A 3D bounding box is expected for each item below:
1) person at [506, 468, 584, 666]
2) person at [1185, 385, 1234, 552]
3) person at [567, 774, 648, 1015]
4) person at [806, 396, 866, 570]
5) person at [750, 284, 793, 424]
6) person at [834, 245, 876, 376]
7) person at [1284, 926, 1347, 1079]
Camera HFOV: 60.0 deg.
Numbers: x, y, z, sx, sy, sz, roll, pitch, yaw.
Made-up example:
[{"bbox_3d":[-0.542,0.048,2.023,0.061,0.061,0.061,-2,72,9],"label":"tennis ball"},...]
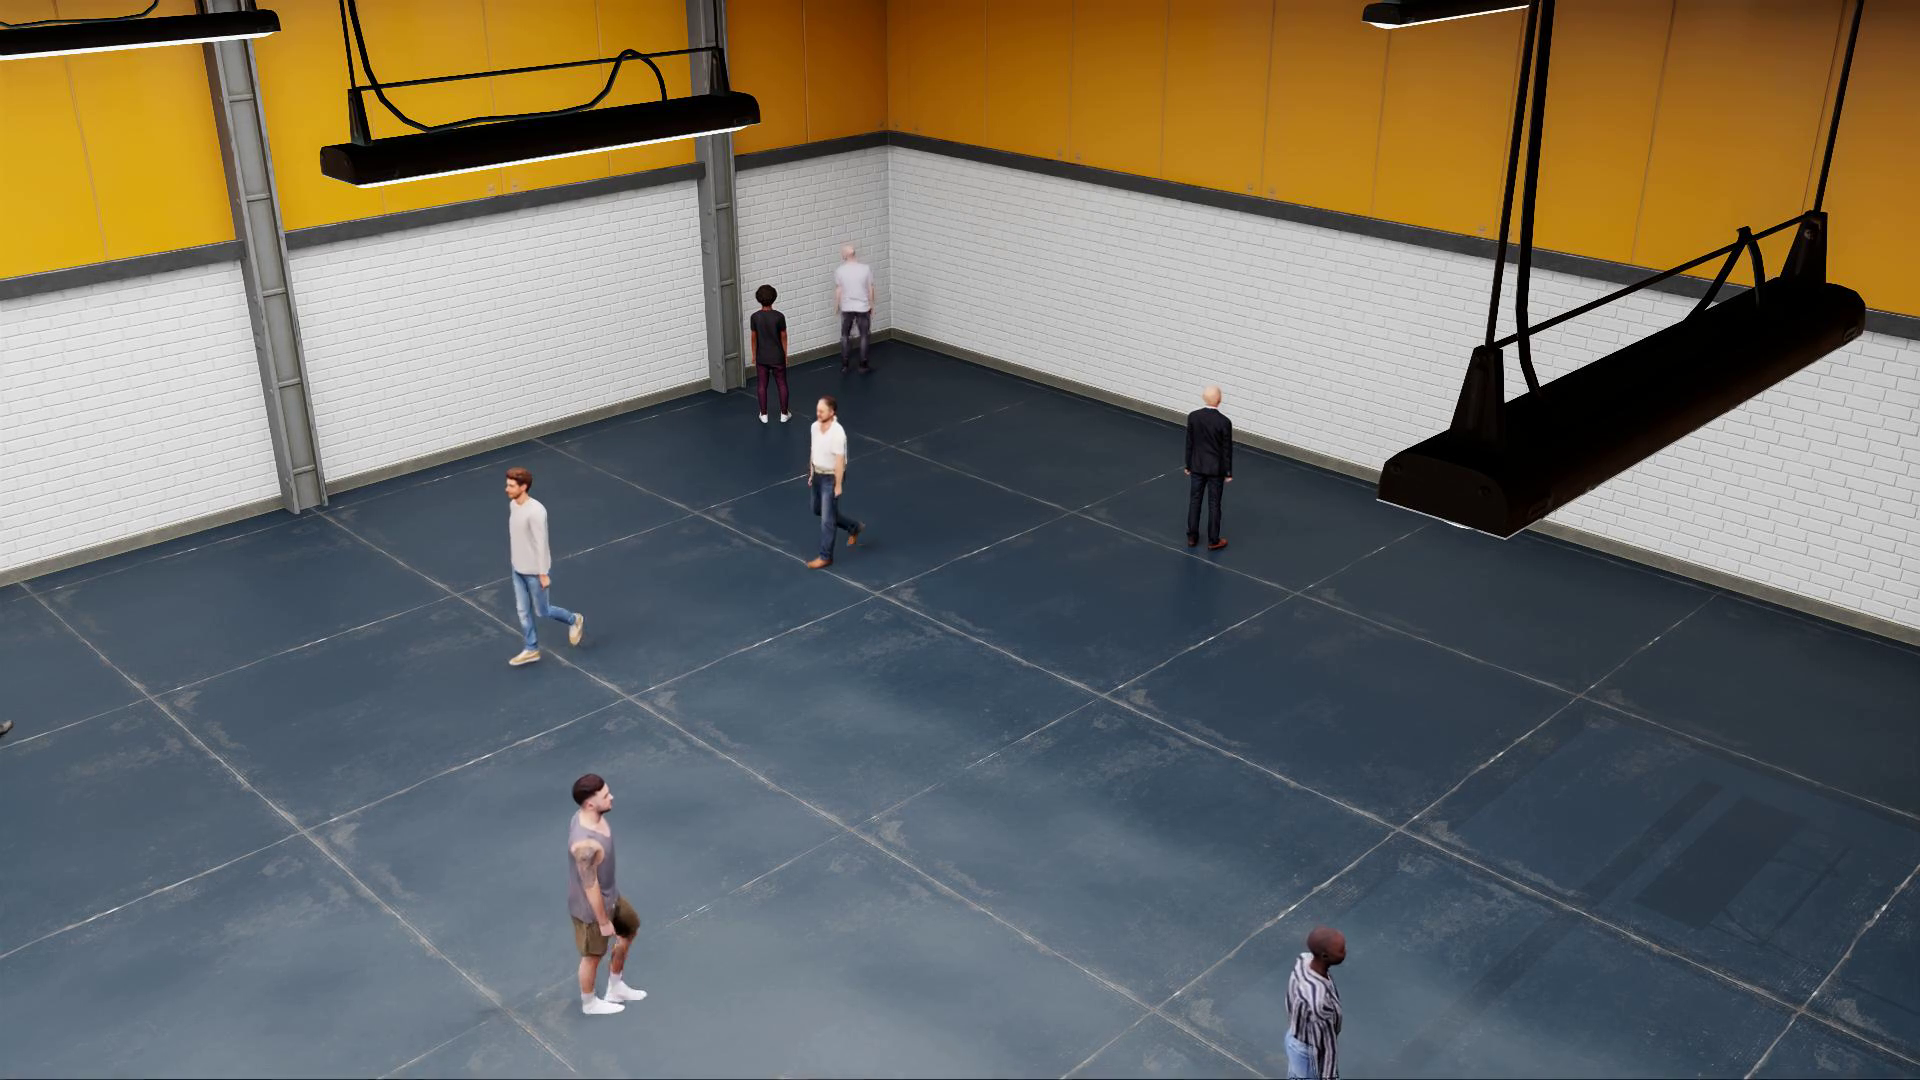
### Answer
[{"bbox_3d":[-3.813,0.230,15.069,0.666,1.884,0.949,21,31,40],"label":"person"},{"bbox_3d":[2.602,-0.766,17.451,0.734,1.800,0.678,13,27,27],"label":"person"},{"bbox_3d":[-2.405,2.292,10.569,0.858,1.834,0.797,-3,24,-6],"label":"person"},{"bbox_3d":[-1.277,-0.634,17.098,1.032,1.842,0.785,-16,28,-31],"label":"person"},{"bbox_3d":[-2.418,-2.371,21.143,0.717,1.784,0.781,-1,24,-1],"label":"person"},{"bbox_3d":[-1.434,-3.183,22.956,0.808,1.820,0.870,6,24,13],"label":"person"},{"bbox_3d":[1.904,2.877,9.128,0.750,1.793,0.703,-1,24,-2],"label":"person"}]
